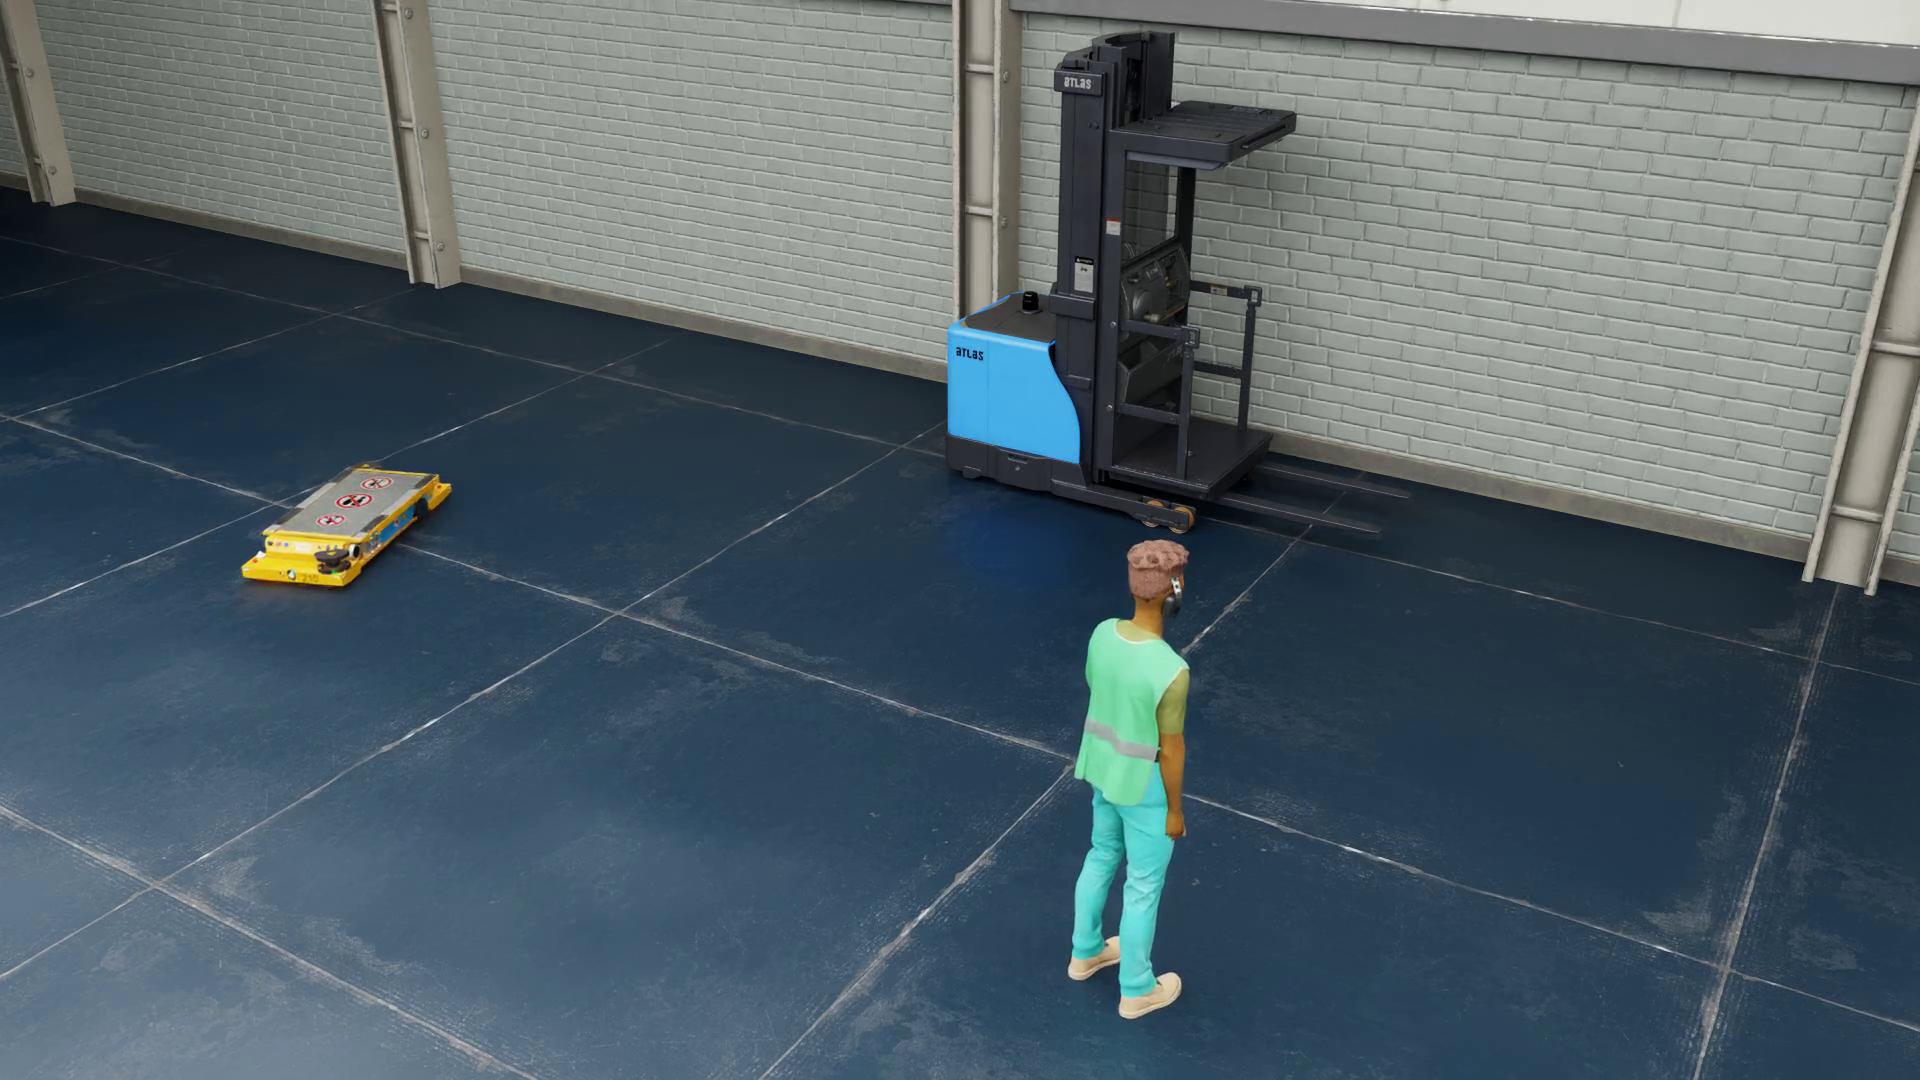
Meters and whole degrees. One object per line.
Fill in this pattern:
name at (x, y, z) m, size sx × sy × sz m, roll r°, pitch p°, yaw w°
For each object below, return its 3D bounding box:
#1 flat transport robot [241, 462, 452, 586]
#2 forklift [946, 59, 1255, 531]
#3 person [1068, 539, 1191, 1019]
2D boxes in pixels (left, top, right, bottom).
flat transport robot at (-3.843, -0.116, 10.504) m, size 0.659 × 0.231 × 1.431 m, roll 5°, pitch 26°, yaw 9°
forklift at (0.933, -1.707, 10.833) m, size 1.873 × 2.768 × 1.129 m, roll 15°, pitch 29°, yaw 28°
person at (0.651, 0.918, 6.337) m, size 0.399 × 1.970 × 0.479 m, roll -17°, pitch 30°, yaw -31°
